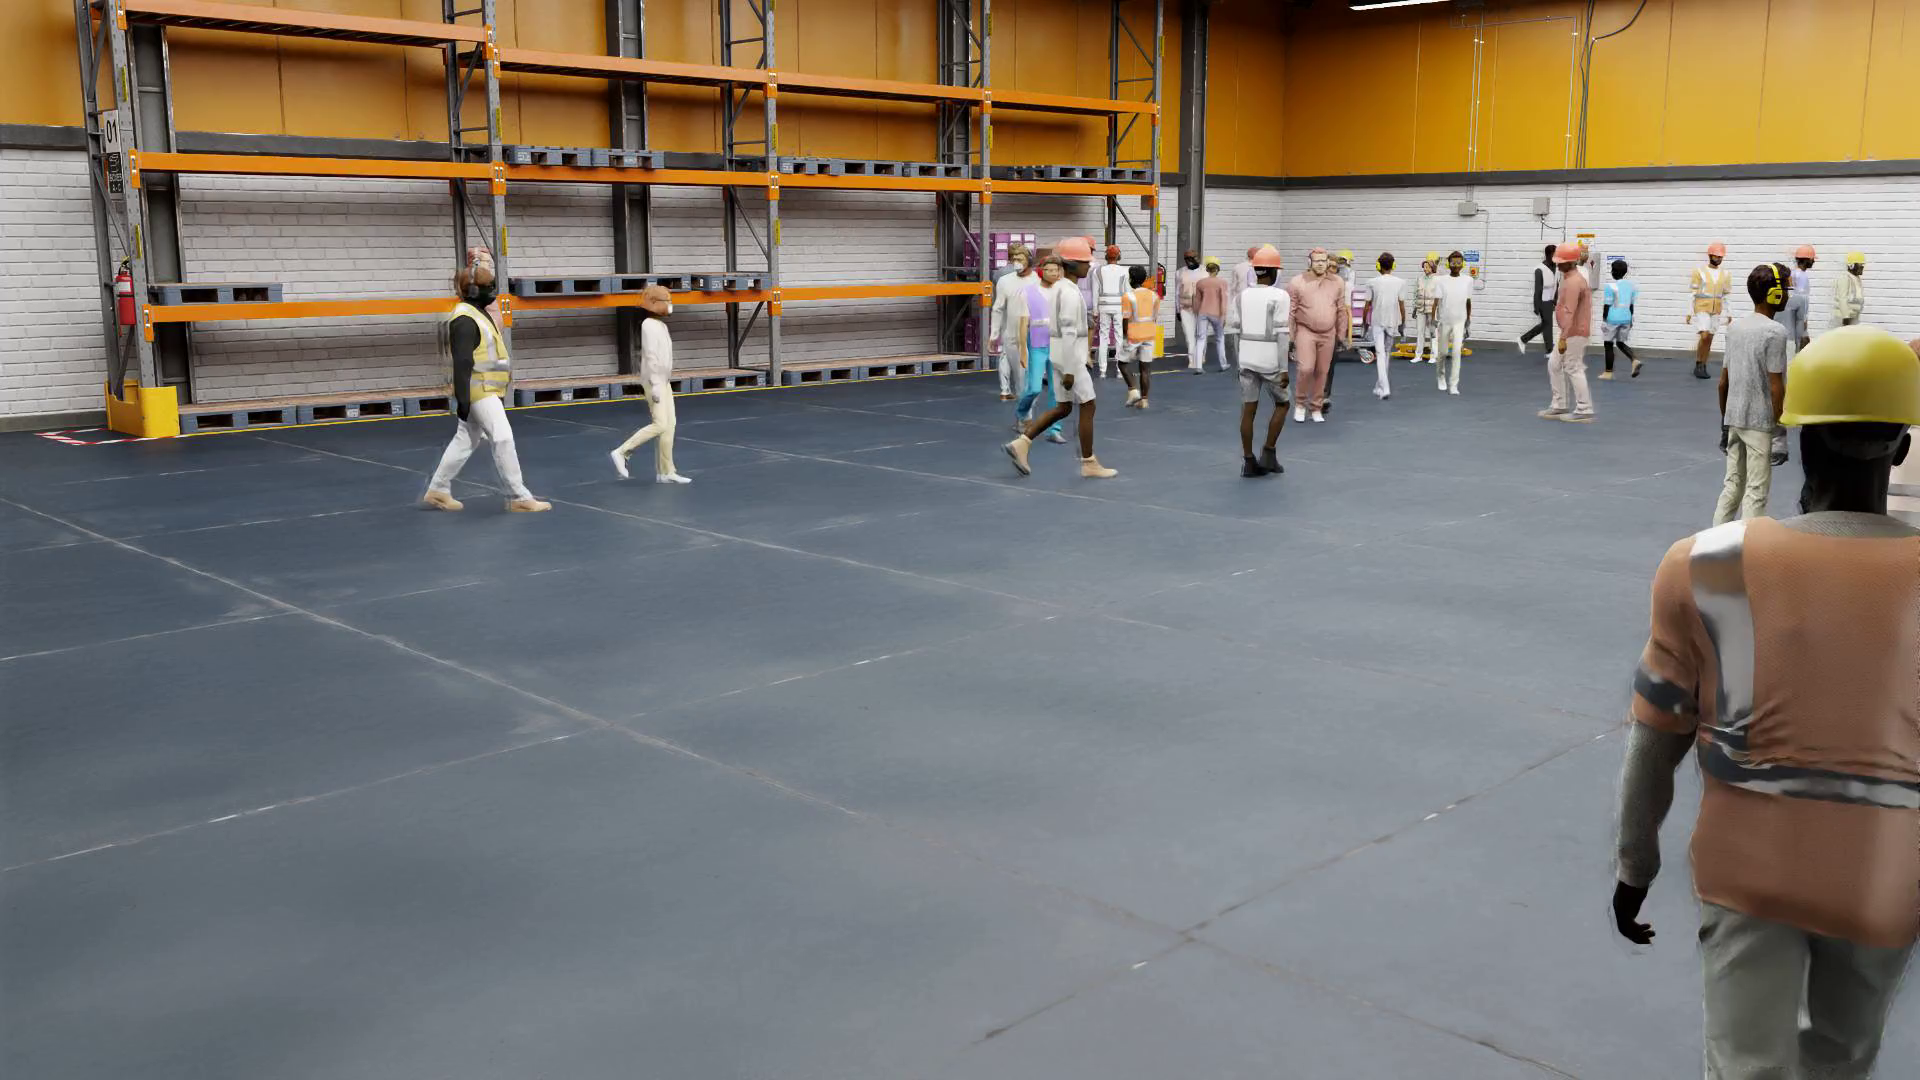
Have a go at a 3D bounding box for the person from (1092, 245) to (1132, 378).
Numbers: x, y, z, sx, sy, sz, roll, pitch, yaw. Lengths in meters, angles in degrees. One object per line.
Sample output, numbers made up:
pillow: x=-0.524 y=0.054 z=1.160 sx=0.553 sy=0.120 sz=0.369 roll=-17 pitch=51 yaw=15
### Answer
person: x=2.172 y=-3.248 z=23.683 sx=0.576 sy=1.884 sz=0.354 roll=2 pitch=11 yaw=13

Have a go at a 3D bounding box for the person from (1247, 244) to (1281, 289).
person: x=4.585 y=-3.490 z=25.022 sx=0.596 sy=1.876 sz=1.021 roll=-3 pitch=11 yaw=-16

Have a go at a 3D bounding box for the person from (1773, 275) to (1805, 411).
person: x=9.393 y=-2.272 z=19.087 sx=0.496 sy=1.623 sz=0.313 roll=4 pitch=11 yaw=22

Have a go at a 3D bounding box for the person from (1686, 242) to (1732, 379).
person: x=10.556 y=-3.207 z=23.358 sx=0.588 sy=1.916 sz=0.566 roll=-1 pitch=10 yaw=-5

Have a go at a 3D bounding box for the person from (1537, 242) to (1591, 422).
person: x=6.563 y=-2.223 z=17.907 sx=0.619 sy=1.947 sz=0.651 roll=2 pitch=11 yaw=12

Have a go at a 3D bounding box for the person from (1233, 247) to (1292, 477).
person: x=2.566 y=-1.484 z=13.958 sx=0.580 sy=1.919 sz=0.529 roll=9 pitch=14 yaw=42

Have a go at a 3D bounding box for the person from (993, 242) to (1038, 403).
person: x=0.683 y=-2.631 z=20.170 sx=0.632 sy=1.940 sz=0.372 roll=8 pitch=13 yaw=38

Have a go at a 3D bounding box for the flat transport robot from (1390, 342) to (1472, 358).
flat transport robot: x=7.835 y=-3.164 z=27.628 sx=1.431 sy=0.197 sz=0.652 roll=-9 pitch=14 yaw=-41

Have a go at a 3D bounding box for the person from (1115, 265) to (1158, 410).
person: x=2.056 y=-2.344 z=19.293 sx=0.534 sy=1.679 sz=0.372 roll=-6 pitch=12 yaw=-29

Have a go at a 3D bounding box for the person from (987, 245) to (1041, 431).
person: x=0.603 y=-2.081 z=17.252 sx=0.646 sy=1.912 sz=0.777 roll=7 pitch=12 yaw=33

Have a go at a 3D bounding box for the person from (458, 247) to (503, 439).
person: x=-4.760 y=-1.960 z=16.598 sx=0.411 sy=1.909 sz=0.643 roll=-2 pitch=11 yaw=-11

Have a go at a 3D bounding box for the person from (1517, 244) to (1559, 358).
person: x=9.622 y=-3.949 z=27.549 sx=0.649 sy=1.878 sz=0.768 roll=-9 pitch=14 yaw=-42

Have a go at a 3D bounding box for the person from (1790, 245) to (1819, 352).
person: x=11.365 y=-3.082 z=22.737 sx=0.938 sy=1.900 sz=0.554 roll=3 pitch=11 yaw=15

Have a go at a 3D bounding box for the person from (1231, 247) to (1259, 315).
person: x=4.642 y=-3.724 z=26.469 sx=0.655 sy=1.818 sz=1.056 roll=3 pitch=11 yaw=18

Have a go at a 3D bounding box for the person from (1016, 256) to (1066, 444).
person: x=0.815 y=-1.875 z=16.344 sx=0.578 sy=1.830 sz=0.696 roll=-5 pitch=11 yaw=-25

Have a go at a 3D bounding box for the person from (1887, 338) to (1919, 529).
person: x=3.681 y=0.031 z=6.469 sx=0.522 sy=1.638 sz=0.311 roll=9 pitch=14 yaw=41

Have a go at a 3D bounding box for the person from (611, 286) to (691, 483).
person: x=-2.515 y=-1.254 z=13.510 sx=0.548 sy=1.616 sz=0.510 roll=1 pitch=10 yaw=5

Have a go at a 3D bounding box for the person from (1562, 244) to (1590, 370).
person: x=9.286 y=-3.493 z=25.024 sx=0.355 sy=1.882 sz=0.575 roll=9 pitch=14 yaw=42

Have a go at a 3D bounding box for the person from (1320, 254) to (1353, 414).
person: x=4.203 y=-2.335 z=18.927 sx=0.537 sy=1.797 sz=0.932 roll=0 pitch=10 yaw=2

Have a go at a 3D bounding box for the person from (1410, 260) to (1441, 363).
person: x=7.418 y=-3.620 z=26.379 sx=0.523 sy=1.639 sz=0.309 roll=10 pitch=14 yaw=43

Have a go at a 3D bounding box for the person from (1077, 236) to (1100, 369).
person: x=1.829 y=-3.521 z=24.832 sx=0.604 sy=2.014 sz=0.509 roll=5 pitch=11 yaw=25

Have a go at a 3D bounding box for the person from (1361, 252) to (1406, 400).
person: x=5.278 y=-2.660 z=20.695 sx=0.534 sy=1.818 sz=0.977 roll=0 pitch=10 yaw=-1

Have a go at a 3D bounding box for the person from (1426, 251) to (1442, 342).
person: x=8.007 y=-3.988 z=28.070 sx=0.421 sy=1.743 sz=0.553 roll=3 pitch=11 yaw=18

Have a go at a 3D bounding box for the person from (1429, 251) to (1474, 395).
person: x=6.324 y=-2.811 z=21.456 sx=0.531 sy=1.836 sz=0.921 roll=2 pitch=11 yaw=9

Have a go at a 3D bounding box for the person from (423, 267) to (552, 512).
person: x=-3.526 y=-1.087 z=12.143 sx=0.938 sy=1.801 sz=0.635 roll=-1 pitch=10 yaw=-6

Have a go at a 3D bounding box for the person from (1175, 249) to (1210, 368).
person: x=3.619 y=-3.561 z=25.627 sx=0.633 sy=1.815 sz=0.769 roll=2 pitch=11 yaw=13

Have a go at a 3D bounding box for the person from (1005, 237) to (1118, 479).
person: x=0.851 y=-1.496 z=13.790 sx=0.872 sy=2.015 sz=0.612 roll=-2 pitch=11 yaw=-9

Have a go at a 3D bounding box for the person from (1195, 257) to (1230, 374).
person: x=3.695 y=-3.291 z=24.395 sx=0.537 sy=1.705 sz=0.914 roll=6 pitch=12 yaw=31

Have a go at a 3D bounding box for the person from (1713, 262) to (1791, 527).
person: x=4.484 y=-0.619 z=9.382 sx=0.332 sy=1.874 sz=0.520 roll=-2 pitch=11 yaw=-10

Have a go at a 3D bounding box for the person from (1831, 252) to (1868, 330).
person: x=13.079 y=-3.346 z=24.504 sx=0.624 sy=1.787 sz=0.926 roll=-9 pitch=14 yaw=-40

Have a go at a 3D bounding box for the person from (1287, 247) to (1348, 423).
person: x=3.865 y=-2.199 z=17.963 sx=0.647 sy=1.889 sz=0.521 roll=-1 pitch=10 yaw=-7

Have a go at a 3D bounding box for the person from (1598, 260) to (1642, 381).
person: x=9.175 y=-3.037 z=23.072 sx=0.540 sy=1.685 sz=0.546 roll=-4 pitch=11 yaw=-23

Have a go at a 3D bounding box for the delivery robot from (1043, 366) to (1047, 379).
delivery robot: x=1.246 y=-2.354 z=22.180 sx=0.477 sy=0.478 sz=0.707 roll=5 pitch=12 yaw=27

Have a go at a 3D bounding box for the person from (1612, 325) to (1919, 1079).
person: x=1.450 y=0.579 z=2.843 sx=0.606 sy=1.883 sz=0.989 roll=4 pitch=11 yaw=21

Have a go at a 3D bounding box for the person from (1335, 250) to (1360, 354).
person: x=6.529 y=-4.040 z=28.312 sx=0.972 sy=1.766 sz=0.601 roll=-7 pitch=13 yaw=-35
